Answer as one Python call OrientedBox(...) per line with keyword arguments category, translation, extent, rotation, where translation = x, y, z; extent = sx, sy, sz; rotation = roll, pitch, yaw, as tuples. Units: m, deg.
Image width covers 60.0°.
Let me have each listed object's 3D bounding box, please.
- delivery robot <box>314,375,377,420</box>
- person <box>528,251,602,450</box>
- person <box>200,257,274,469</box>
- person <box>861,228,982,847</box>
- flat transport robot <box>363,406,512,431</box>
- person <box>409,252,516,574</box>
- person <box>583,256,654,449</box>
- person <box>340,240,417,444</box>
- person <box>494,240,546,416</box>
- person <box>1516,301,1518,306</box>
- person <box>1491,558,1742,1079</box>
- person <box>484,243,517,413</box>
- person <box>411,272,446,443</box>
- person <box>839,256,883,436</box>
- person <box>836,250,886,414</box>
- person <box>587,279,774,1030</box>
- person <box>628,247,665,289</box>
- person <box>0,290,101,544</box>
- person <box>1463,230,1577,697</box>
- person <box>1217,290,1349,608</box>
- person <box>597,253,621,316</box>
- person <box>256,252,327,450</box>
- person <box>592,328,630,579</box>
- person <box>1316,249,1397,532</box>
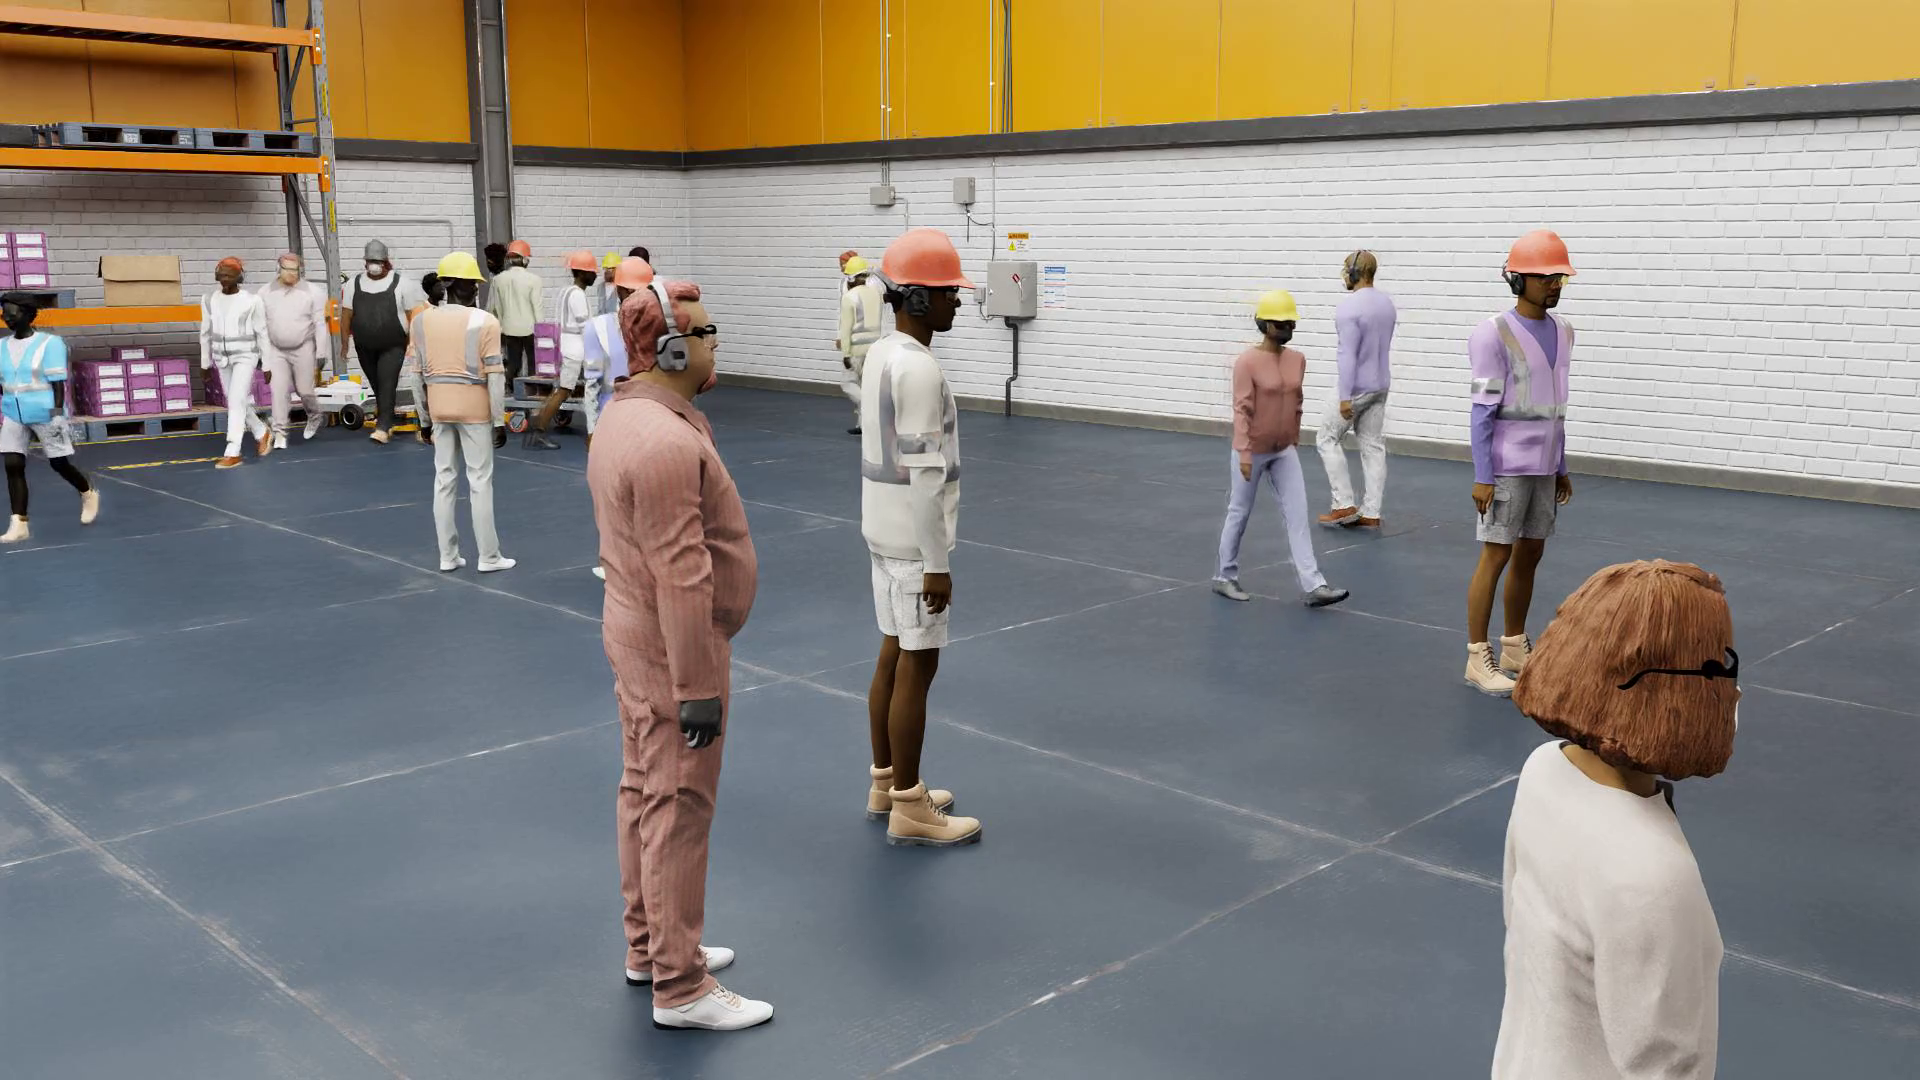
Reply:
OrientedBox(category="delivery robot", translation=(-6.482, -1.501, 17.526), extent=(0.707, 0.478, 0.477), rotation=(3, 11, 18))
OrientedBox(category="person", translation=(-3.615, -1.775, 15.701), extent=(1.041, 1.881, 0.534), rotation=(-2, 11, -9))
OrientedBox(category="person", translation=(-6.405, -1.593, 14.805), extent=(0.575, 1.844, 0.933), rotation=(2, 11, 9))
OrientedBox(category="person", translation=(-0.131, -0.004, 5.560), extent=(0.378, 2.041, 0.616), rotation=(-3, 11, -16))
OrientedBox(category="flat transport robot", translation=(-5.479, -1.319, 17.568), extent=(0.652, 0.197, 1.431), rotation=(9, 14, 42))
OrientedBox(category="person", translation=(-2.986, -0.754, 9.974), extent=(0.589, 1.924, 0.384), rotation=(2, 11, 12))
OrientedBox(category="person", translation=(-1.936, -0.711, 9.801), extent=(0.543, 1.910, 0.854), rotation=(-3, 11, -14))
OrientedBox(category="person", translation=(-5.726, -1.990, 16.397), extent=(0.693, 2.000, 1.044), rotation=(0, 10, 0))
OrientedBox(category="person", translation=(-4.896, -2.332, 18.449), extent=(0.627, 1.972, 0.721), rotation=(4, 11, 21))
OrientedBox(category="person", translation=(4.569, -1.335, 13.288), extent=(0.316, 1.870, 0.531), rotation=(4, 11, 19))
OrientedBox(category="person", translation=(0.827, 0.826, 2.151), extent=(0.279, 1.633, 0.504), rotation=(0, 10, 2))
OrientedBox(category="person", translation=(-5.350, -2.371, 18.773), extent=(0.793, 1.929, 0.641), rotation=(-3, 11, -15))
OrientedBox(category="person", translation=(-5.075, -1.736, 16.045), extent=(0.578, 1.664, 0.550), rotation=(2, 11, 10))
OrientedBox(category="person", translation=(-0.952, -1.909, 16.588), extent=(0.535, 1.819, 0.599), rotation=(8, 13, 37))
OrientedBox(category="person", translation=(-1.101, -2.336, 18.795), extent=(0.661, 1.852, 0.396), rotation=(7, 13, 34))
OrientedBox(category="person", translation=(-0.719, 0.296, 4.284), extent=(0.407, 1.913, 0.641), rotation=(-4, 11, -22))
OrientedBox(category="person", translation=(-3.459, -2.253, 18.242), extent=(0.634, 1.884, 0.654), rotation=(5, 12, 25))
OrientedBox(category="person", translation=(-6.183, -0.848, 11.180), extent=(0.532, 1.667, 0.771), rotation=(1, 10, 4))
OrientedBox(category="person", translation=(2.503, -0.332, 7.348), extent=(0.615, 2.042, 0.375), rotation=(-7, 13, -34))
OrientedBox(category="person", translation=(1.721, -0.473, 8.994), extent=(0.538, 1.724, 0.860), rotation=(-6, 12, -29))
OrientedBox(category="person", translation=(-4.064, -2.477, 19.685), extent=(0.590, 1.817, 0.413), rotation=(6, 12, 29))
OrientedBox(category="person", translation=(-6.427, -1.834, 16.029), extent=(0.672, 1.873, 0.829), rotation=(-1, 10, -8))
OrientedBox(category="person", translation=(-1.729, -0.497, 9.502), extent=(0.853, 1.581, 0.515), rotation=(5, 11, 24))
OrientedBox(category="person", translation=(2.702, -1.020, 11.416), extent=(0.652, 1.919, 0.568), rotation=(-9, 14, -40))
